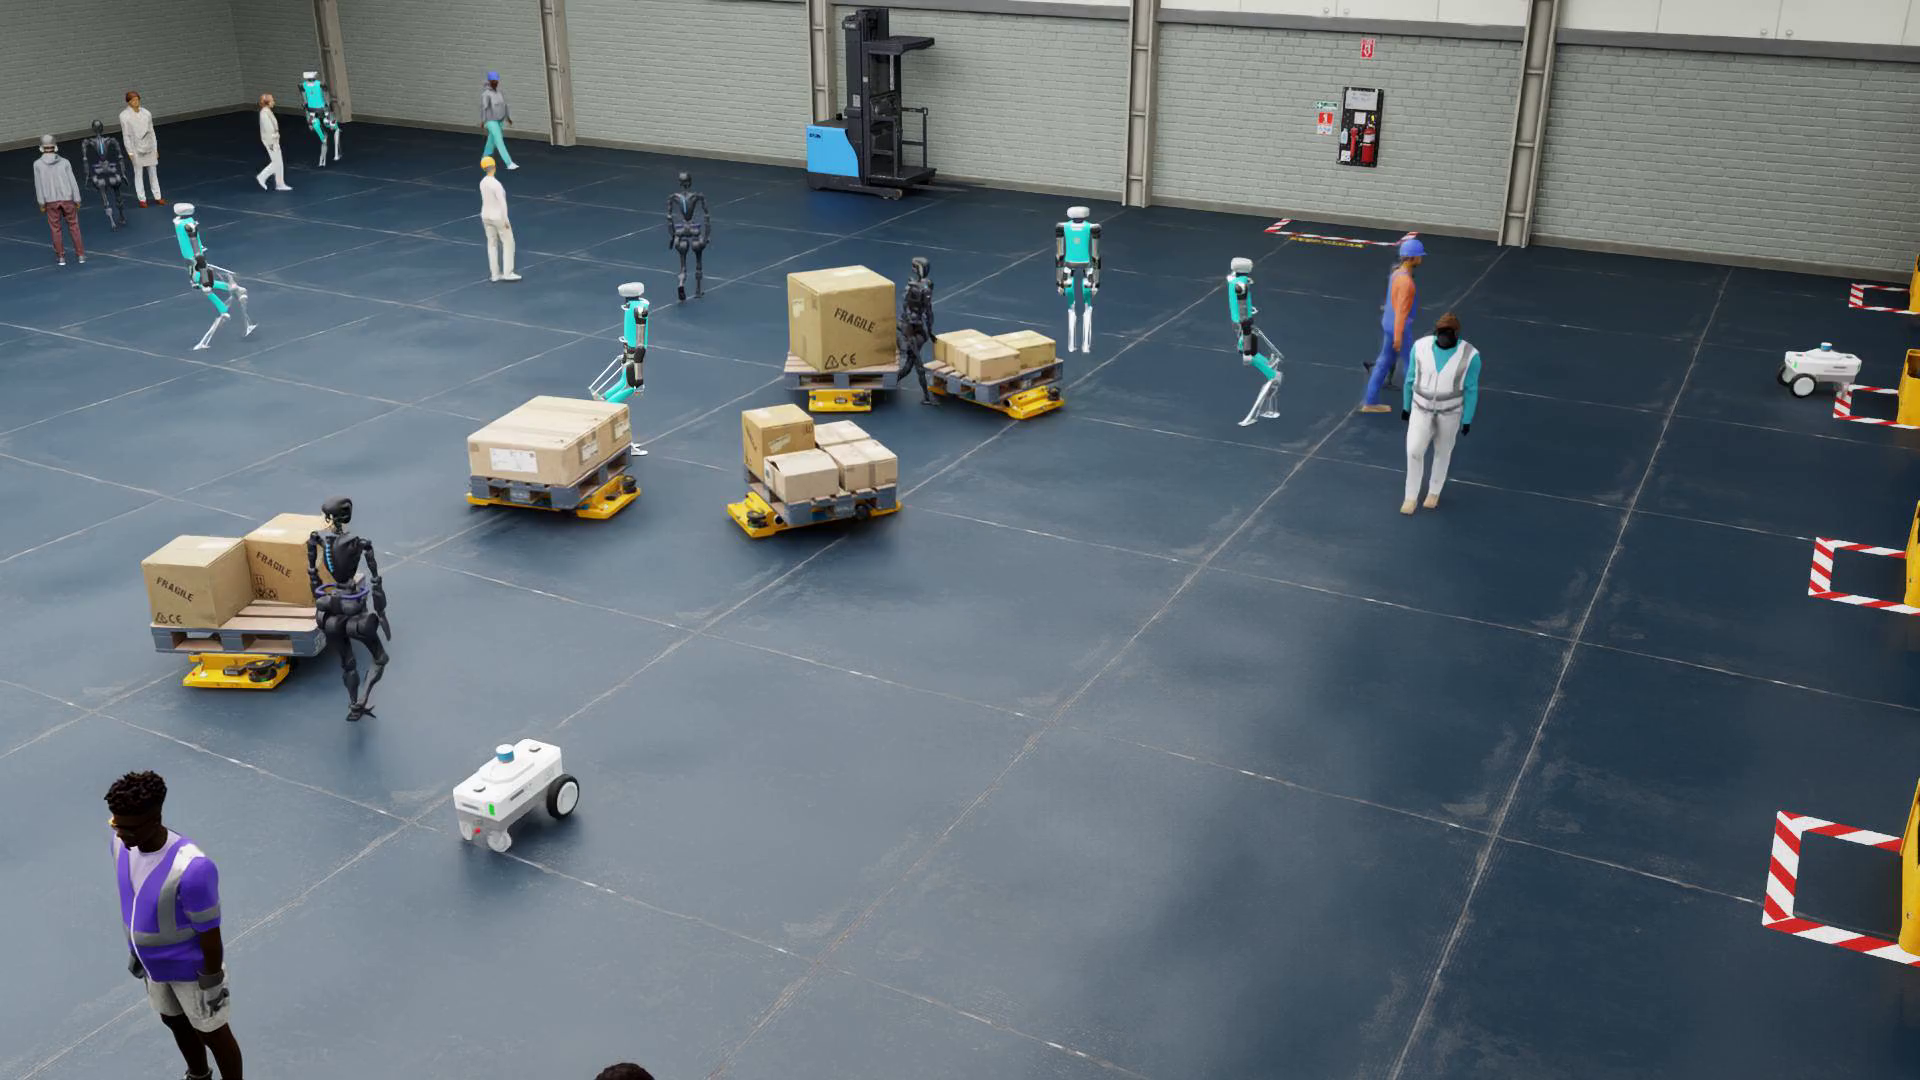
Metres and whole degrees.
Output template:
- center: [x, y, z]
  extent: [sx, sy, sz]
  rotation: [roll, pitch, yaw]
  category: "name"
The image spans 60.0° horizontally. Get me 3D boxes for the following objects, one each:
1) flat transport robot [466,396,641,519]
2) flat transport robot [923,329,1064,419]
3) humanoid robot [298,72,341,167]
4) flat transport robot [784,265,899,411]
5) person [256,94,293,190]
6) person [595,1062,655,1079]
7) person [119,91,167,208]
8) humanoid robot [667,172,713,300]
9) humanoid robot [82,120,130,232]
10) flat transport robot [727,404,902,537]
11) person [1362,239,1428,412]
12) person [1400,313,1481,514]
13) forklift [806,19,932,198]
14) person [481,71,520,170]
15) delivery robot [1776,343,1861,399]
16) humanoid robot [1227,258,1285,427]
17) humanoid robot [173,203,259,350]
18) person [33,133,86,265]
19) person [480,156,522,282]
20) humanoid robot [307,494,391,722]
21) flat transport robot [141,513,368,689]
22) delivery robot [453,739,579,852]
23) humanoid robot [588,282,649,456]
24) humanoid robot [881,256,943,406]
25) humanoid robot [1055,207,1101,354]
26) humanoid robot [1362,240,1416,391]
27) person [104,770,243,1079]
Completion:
- center: [-3.714, -0.458, 15.230]
  extent: [1.431, 0.231, 0.659]
  rotation: [7, 24, 15]
  category: "flat transport robot"
- center: [0.364, -1.609, 17.909]
  extent: [1.431, 0.231, 0.659]
  rotation: [21, 31, 40]
  category: "flat transport robot"
- center: [-11.493, -7.614, 30.100]
  extent: [0.536, 1.764, 1.028]
  rotation: [1, 23, 2]
  category: "humanoid robot"
- center: [-1.266, -1.700, 18.119]
  extent: [0.659, 0.231, 1.431]
  rotation: [-1, 23, -1]
  category: "flat transport robot"
- center: [-11.636, -6.679, 27.989]
  extent: [0.452, 1.619, 0.529]
  rotation: [-4, 24, -10]
  category: "person"
- center: [-1.166, 2.644, 5.918]
  extent: [0.377, 1.917, 0.598]
  rotation: [-3, 23, -7]
  category: "person"
- center: [-13.226, -6.318, 26.891]
  extent: [0.503, 1.836, 0.365]
  rotation: [-21, 31, -40]
  category: "person"
- center: [-3.510, -3.920, 21.511]
  extent: [0.593, 1.634, 0.581]
  rotation: [1, 23, 3]
  category: "humanoid robot"
- center: [-13.073, -5.584, 25.418]
  extent: [0.609, 1.630, 0.737]
  rotation: [-14, 27, -29]
  category: "humanoid robot"
- center: [-1.286, -0.312, 14.888]
  extent: [1.431, 0.231, 0.659]
  rotation: [-11, 26, -24]
  category: "flat transport robot"
- center: [4.671, -2.178, 17.215]
  extent: [0.876, 1.870, 0.560]
  rotation: [1, 23, 2]
  category: "person"
- center: [4.215, -1.097, 14.746]
  extent: [0.659, 1.818, 0.730]
  rotation: [10, 25, 23]
  category: "person"
- center: [-1.573, -7.292, 27.850]
  extent: [1.873, 2.768, 1.129]
  rotation: [12, 26, 25]
  category: "forklift"
- center: [-8.336, -7.539, 29.862]
  extent: [0.931, 1.720, 0.547]
  rotation: [10, 25, 22]
  category: "person"
- center: [9.348, -1.849, 18.094]
  extent: [0.757, 0.586, 0.523]
  rotation: [3, 23, 6]
  category: "delivery robot"
- center: [3.120, -2.004, 16.958]
  extent: [0.882, 1.765, 0.598]
  rotation: [0, 23, 1]
  category: "humanoid robot"
- center: [-8.735, -3.132, 19.677]
  extent: [1.020, 1.781, 0.538]
  rotation: [-19, 29, -37]
  category: "humanoid robot"
- center: [-12.650, -4.783, 23.351]
  extent: [0.545, 1.806, 0.378]
  rotation: [-13, 26, -28]
  category: "person"
- center: [-6.278, -4.324, 22.459]
  extent: [0.510, 1.667, 0.393]
  rotation: [15, 28, 31]
  category: "person"
- center: [-4.175, 0.486, 11.256]
  extent: [0.586, 1.647, 0.424]
  rotation: [6, 24, 14]
  category: "humanoid robot"
- center: [-5.196, 0.713, 12.503]
  extent: [0.659, 0.231, 1.431]
  rotation: [1, 23, 3]
  category: "flat transport robot"
- center: [-2.768, 1.529, 10.231]
  extent: [0.524, 0.587, 0.747]
  rotation: [11, 25, 23]
  category: "delivery robot"
- center: [-3.296, -1.619, 15.904]
  extent: [0.735, 1.676, 0.533]
  rotation: [-8, 25, -19]
  category: "humanoid robot"
- center: [-0.529, -2.215, 17.642]
  extent: [0.771, 1.645, 0.602]
  rotation: [14, 27, 30]
  category: "humanoid robot"
- center: [1.398, -3.026, 19.353]
  extent: [0.536, 1.795, 0.724]
  rotation: [5, 24, 12]
  category: "humanoid robot"
- center: [4.679, -2.463, 18.115]
  extent: [0.495, 1.635, 0.613]
  rotation: [14, 27, 29]
  category: "humanoid robot"
- center: [-3.576, 1.909, 7.599]
  extent: [0.604, 1.952, 0.373]
  rotation: [13, 26, 27]
  category: "person"
